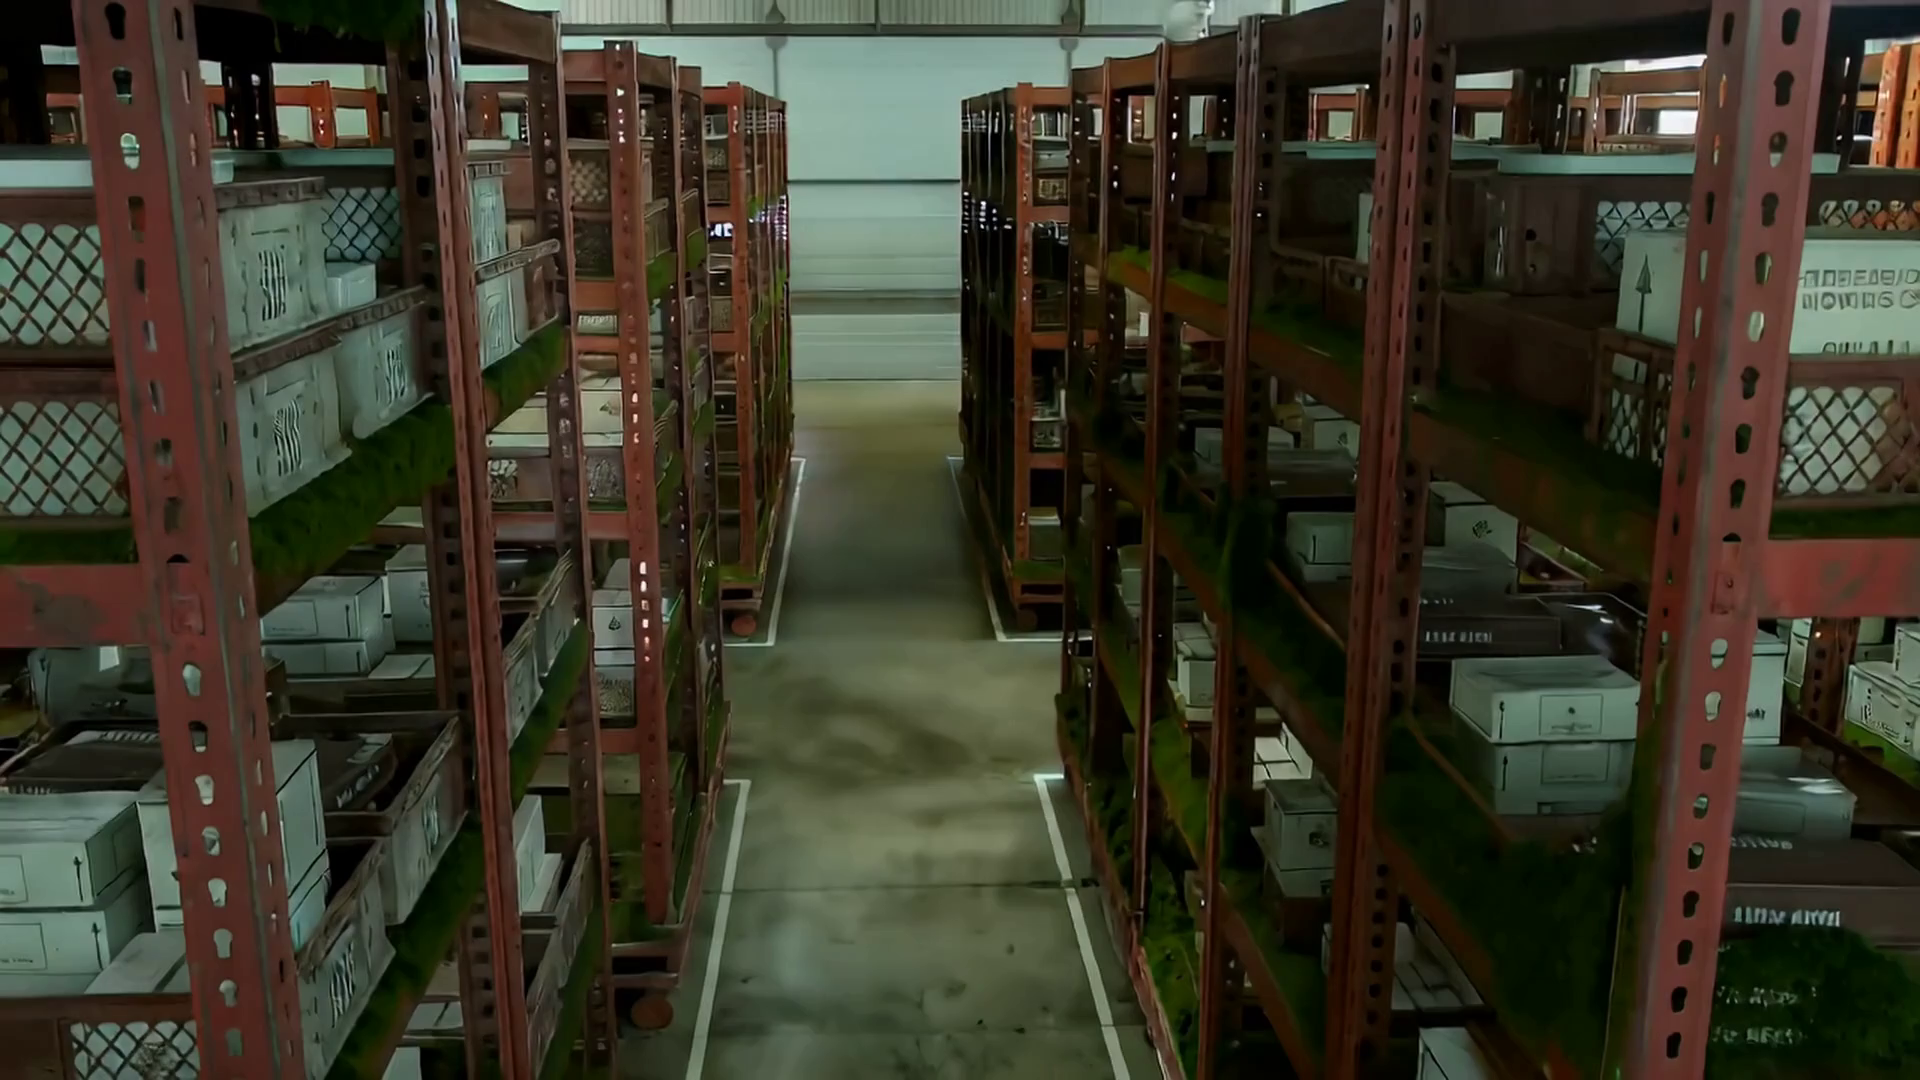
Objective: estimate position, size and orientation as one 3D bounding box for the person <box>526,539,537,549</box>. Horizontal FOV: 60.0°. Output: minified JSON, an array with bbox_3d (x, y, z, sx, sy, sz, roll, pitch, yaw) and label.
[{"bbox_3d":[-2.651,-0.202,10.486,0.415,1.985,0.611,-1,14,-4],"label":"person"}]
